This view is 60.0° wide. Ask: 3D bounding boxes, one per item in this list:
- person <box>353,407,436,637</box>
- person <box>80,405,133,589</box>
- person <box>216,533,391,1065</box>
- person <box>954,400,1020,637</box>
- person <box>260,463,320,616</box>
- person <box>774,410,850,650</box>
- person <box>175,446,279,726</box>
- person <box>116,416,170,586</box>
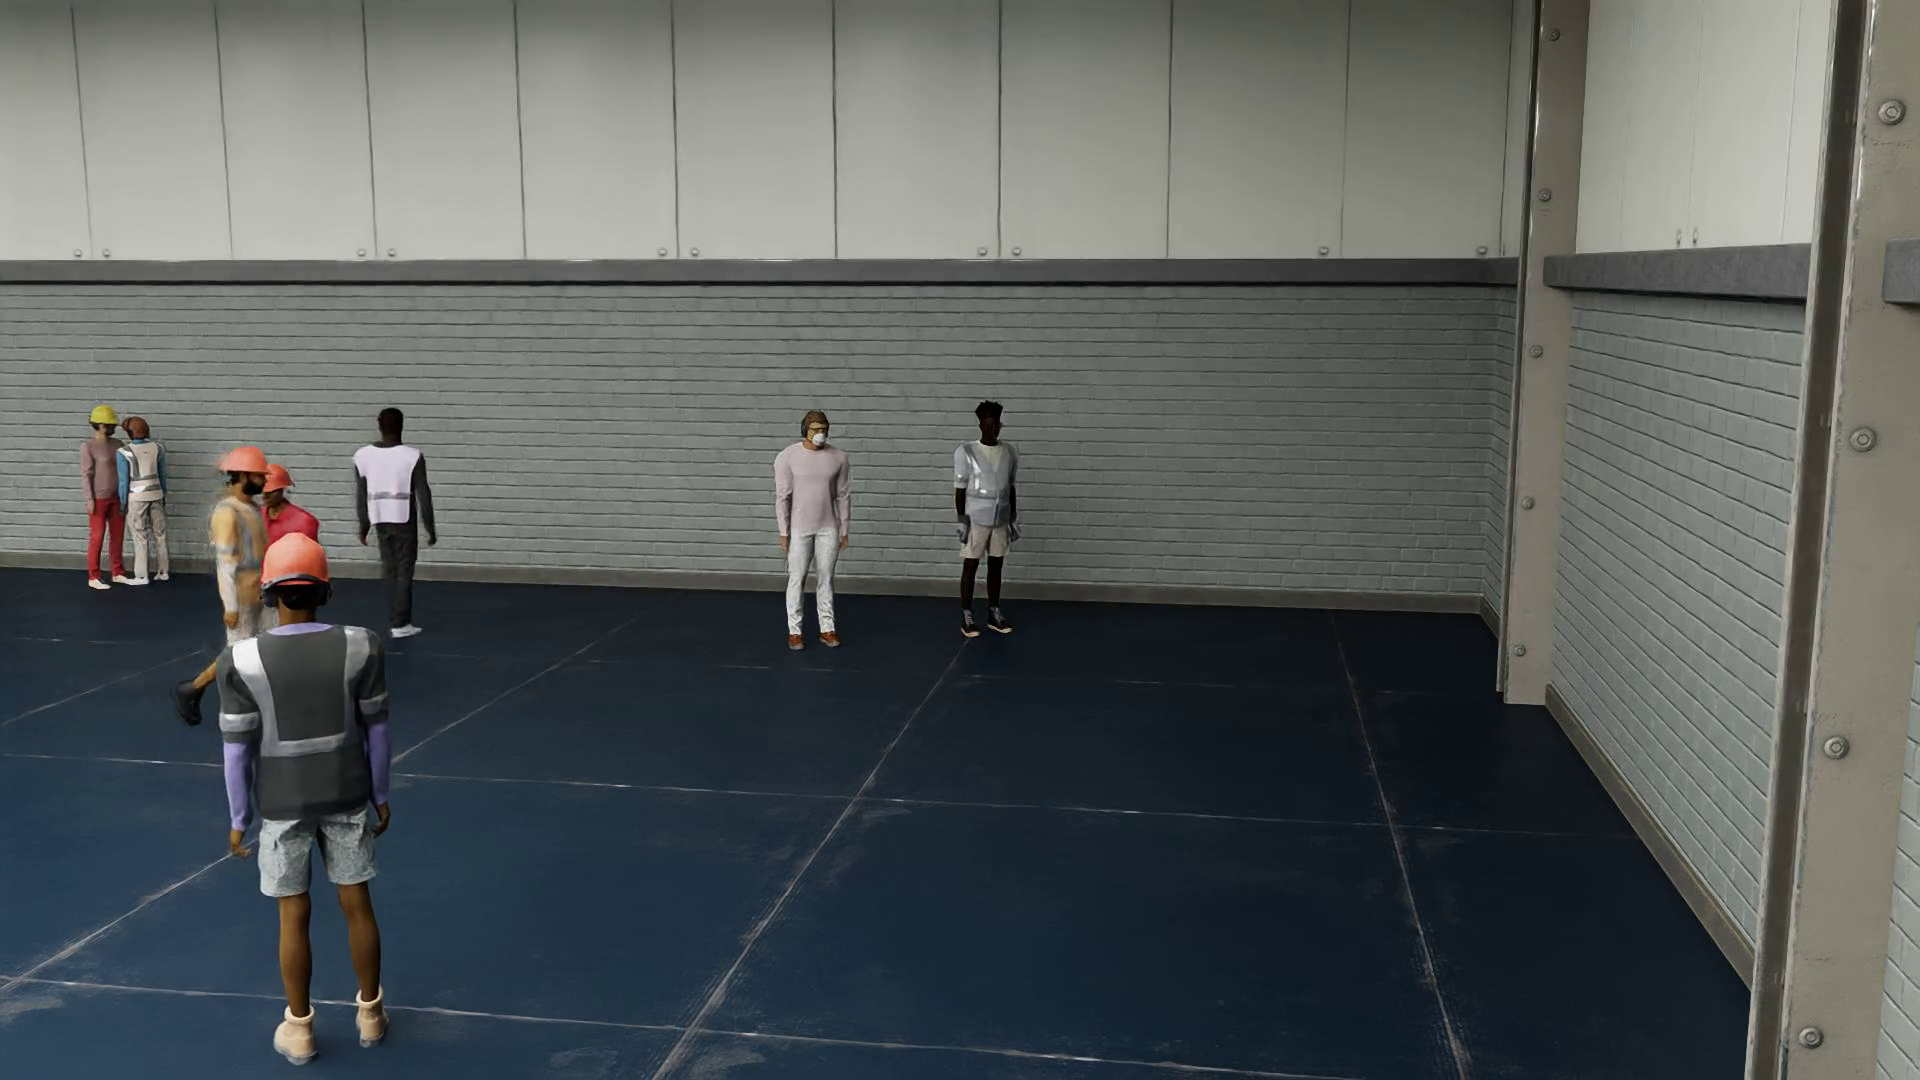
[{"bbox_3d":[-4.688,-0.147,13.816,0.622,1.916,0.431,1,9,5],"label":"person"},{"bbox_3d":[-8.148,-0.409,15.904,0.351,1.760,0.524,3,10,17],"label":"person"},{"bbox_3d":[-2.501,0.987,6.398,0.607,2.045,0.390,-5,10,-28],"label":"person"},{"bbox_3d":[0.227,-0.185,13.860,0.602,1.967,0.370,-5,10,-28],"label":"person"},{"bbox_3d":[-4.617,0.340,11.325,0.573,1.743,0.351,4,10,21],"label":"person"},{"bbox_3d":[-1.177,-0.085,13.369,0.630,1.934,0.370,-4,10,-24],"label":"person"},{"bbox_3d":[-4.697,0.340,10.798,0.790,1.912,0.556,0,9,0],"label":"person"},{"bbox_3d":[-7.881,-0.376,16.057,0.307,1.638,0.512,4,10,25],"label":"person"}]
